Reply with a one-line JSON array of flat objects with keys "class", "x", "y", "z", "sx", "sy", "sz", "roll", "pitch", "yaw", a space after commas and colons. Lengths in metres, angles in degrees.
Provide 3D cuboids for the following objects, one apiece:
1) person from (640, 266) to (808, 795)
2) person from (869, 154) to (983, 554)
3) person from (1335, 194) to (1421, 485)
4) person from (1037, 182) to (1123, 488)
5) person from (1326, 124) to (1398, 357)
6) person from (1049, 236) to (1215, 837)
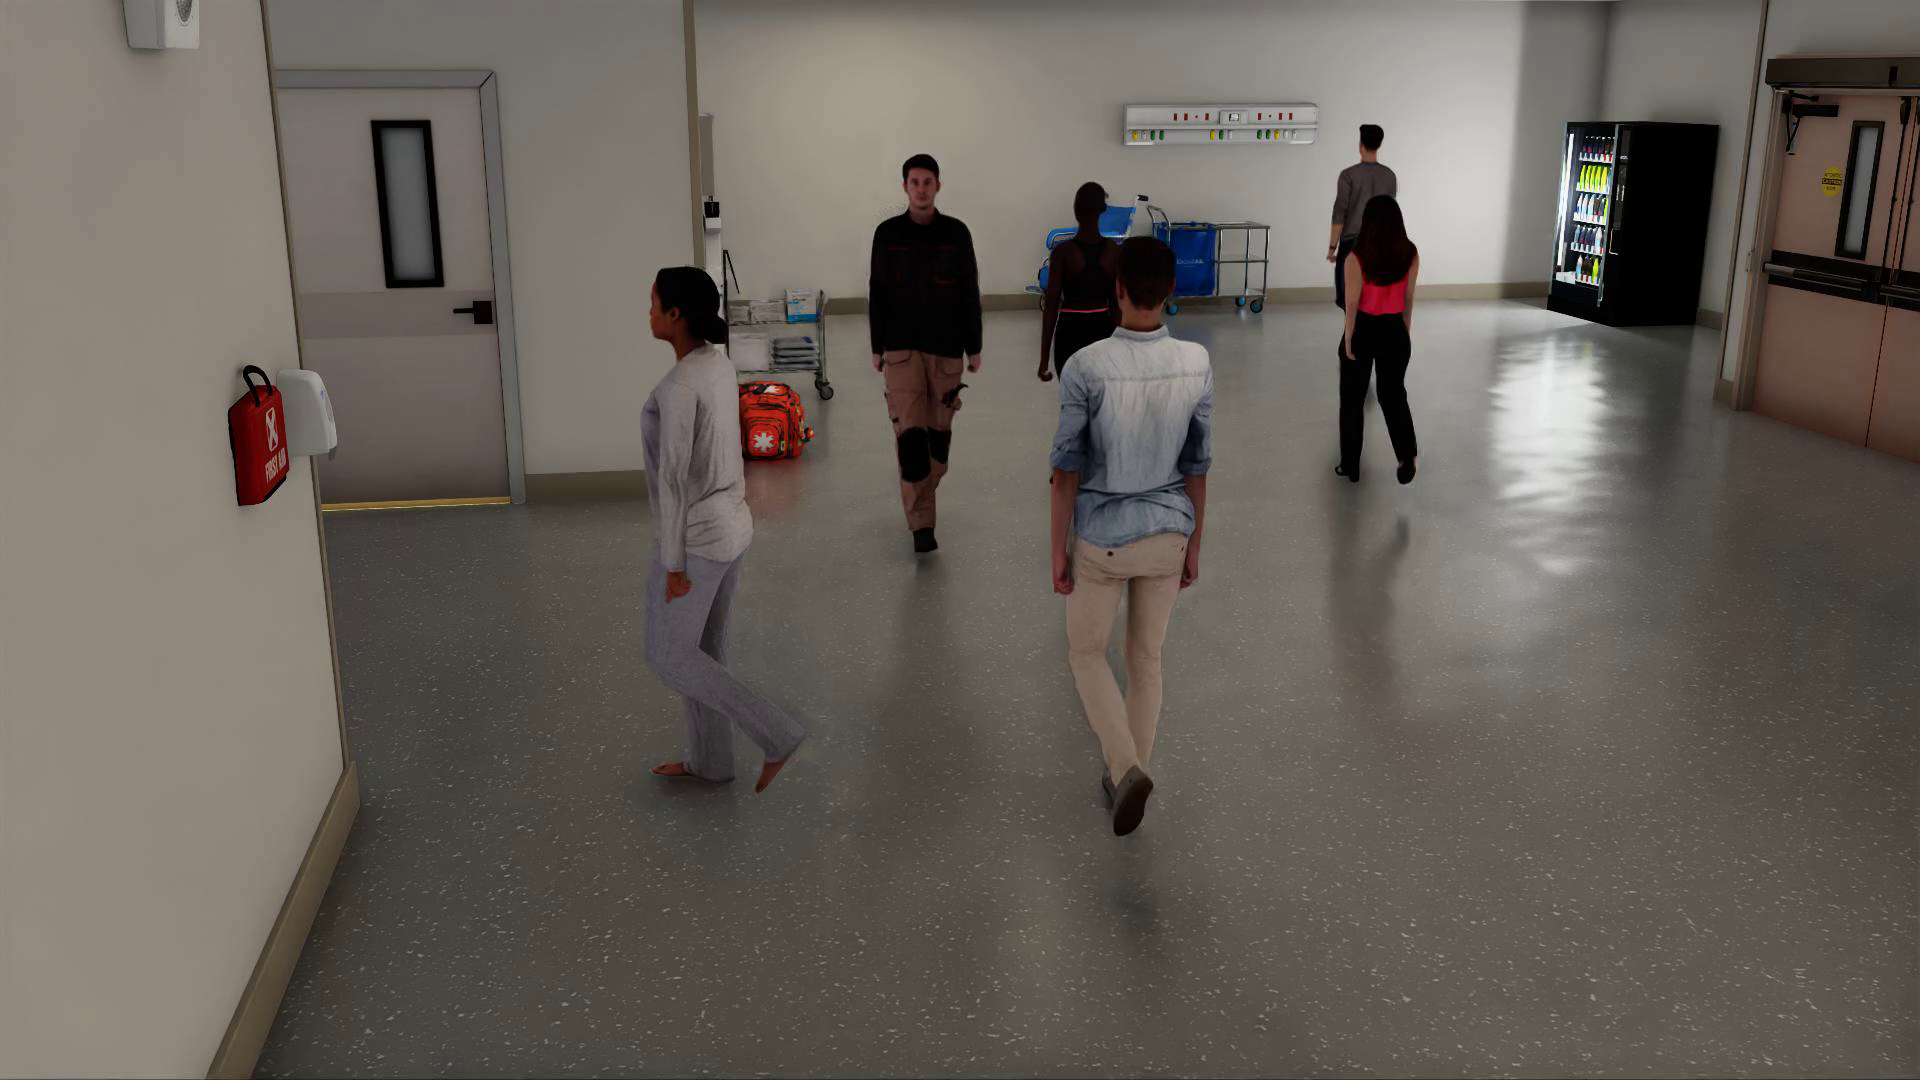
[{"class": "person", "x": -0.749, "y": 0.007, "z": 5.283, "sx": 0.895, "sy": 1.720, "sz": 0.893, "roll": 4, "pitch": 16, "yaw": 15}, {"class": "person", "x": -0.172, "y": -0.922, "z": 8.271, "sx": 0.740, "sy": 1.885, "sz": 1.248, "roll": -2, "pitch": 16, "yaw": -7}, {"class": "person", "x": 2.357, "y": -1.073, "z": 9.263, "sx": 0.607, "sy": 1.637, "sz": 0.922, "roll": -2, "pitch": 16, "yaw": -8}, {"class": "person", "x": 0.668, "y": -0.949, "z": 8.672, "sx": 0.721, "sy": 1.719, "sz": 1.200, "roll": -5, "pitch": 17, "yaw": -18}, {"class": "person", "x": 3.199, "y": -2.296, "z": 13.153, "sx": 0.742, "sy": 1.881, "sz": 1.053, "roll": -4, "pitch": 16, "yaw": -13}, {"class": "person", "x": 0.528, "y": 0.037, "z": 4.969, "sx": 0.650, "sy": 1.832, "sz": 0.923, "roll": -2, "pitch": 16, "yaw": -8}]
